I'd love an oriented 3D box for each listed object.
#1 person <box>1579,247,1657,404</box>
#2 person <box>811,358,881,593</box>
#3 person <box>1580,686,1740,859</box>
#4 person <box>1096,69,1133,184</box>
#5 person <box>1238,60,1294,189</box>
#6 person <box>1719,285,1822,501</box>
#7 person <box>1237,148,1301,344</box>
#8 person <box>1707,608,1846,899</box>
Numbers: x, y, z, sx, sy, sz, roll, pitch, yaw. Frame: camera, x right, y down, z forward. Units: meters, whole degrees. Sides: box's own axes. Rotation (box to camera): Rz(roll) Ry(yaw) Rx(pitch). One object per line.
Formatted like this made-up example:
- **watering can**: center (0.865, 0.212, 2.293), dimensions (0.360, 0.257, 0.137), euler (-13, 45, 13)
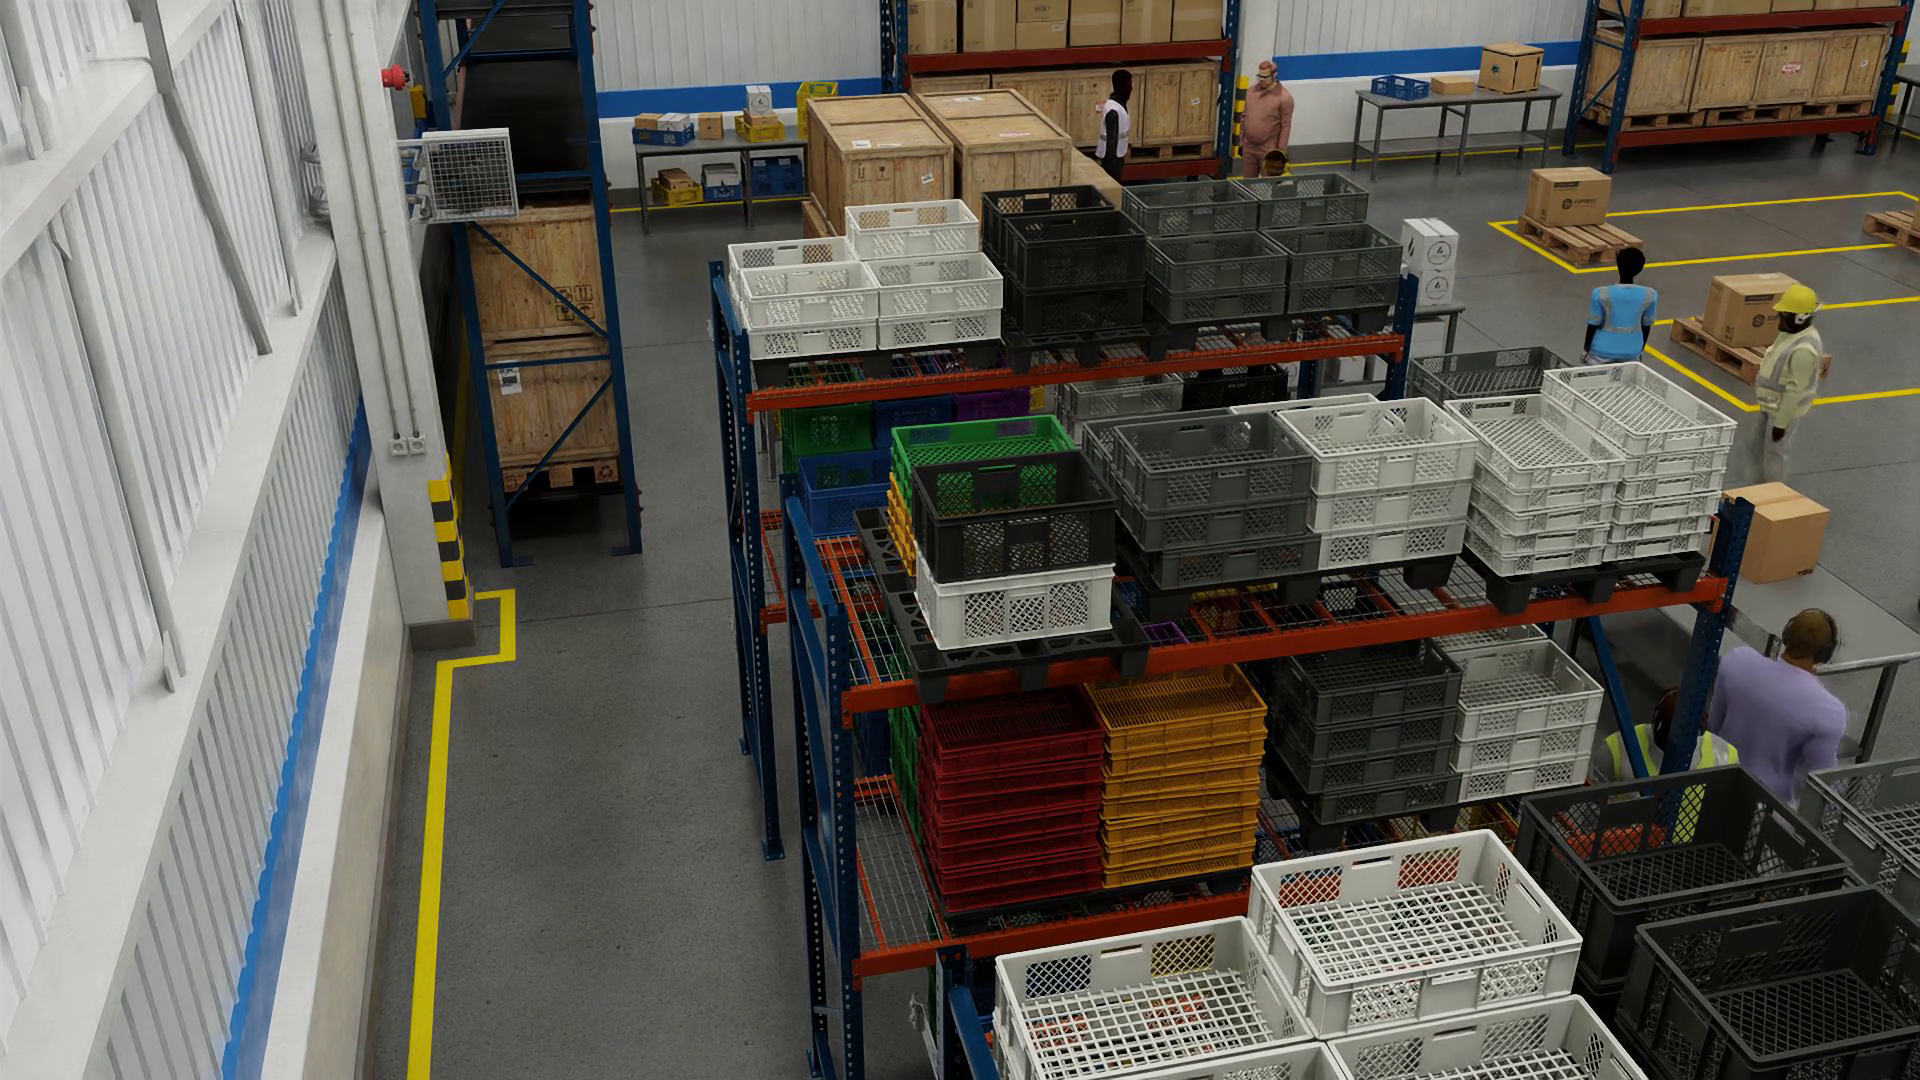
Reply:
- **person**: center (5.262, -1.520, 13.380), dimensions (0.533, 1.697, 0.322), euler (3, 28, 5)
- **person**: center (-0.724, -0.390, 11.040), dimensions (0.572, 1.884, 0.354), euler (-4, 28, -8)
- **person**: center (3.142, 1.459, 7.591), dimensions (0.629, 1.837, 0.429), euler (6, 28, 11)
- **person**: center (1.690, -4.197, 18.240), dimensions (0.397, 1.911, 0.579), euler (5, 28, 9)
- **person**: center (3.378, -4.417, 18.663), dimensions (0.638, 1.903, 0.409), euler (24, 36, 38)
- **person**: center (6.045, -1.004, 12.268), dimensions (0.426, 1.820, 0.619), euler (8, 29, 14)
- **person**: center (2.875, -2.726, 15.491), dimensions (0.535, 1.864, 0.309), euler (10, 29, 18)
- **person**: center (3.762, 1.190, 8.009), dimensions (0.537, 1.917, 0.782), euler (-18, 33, -30)
